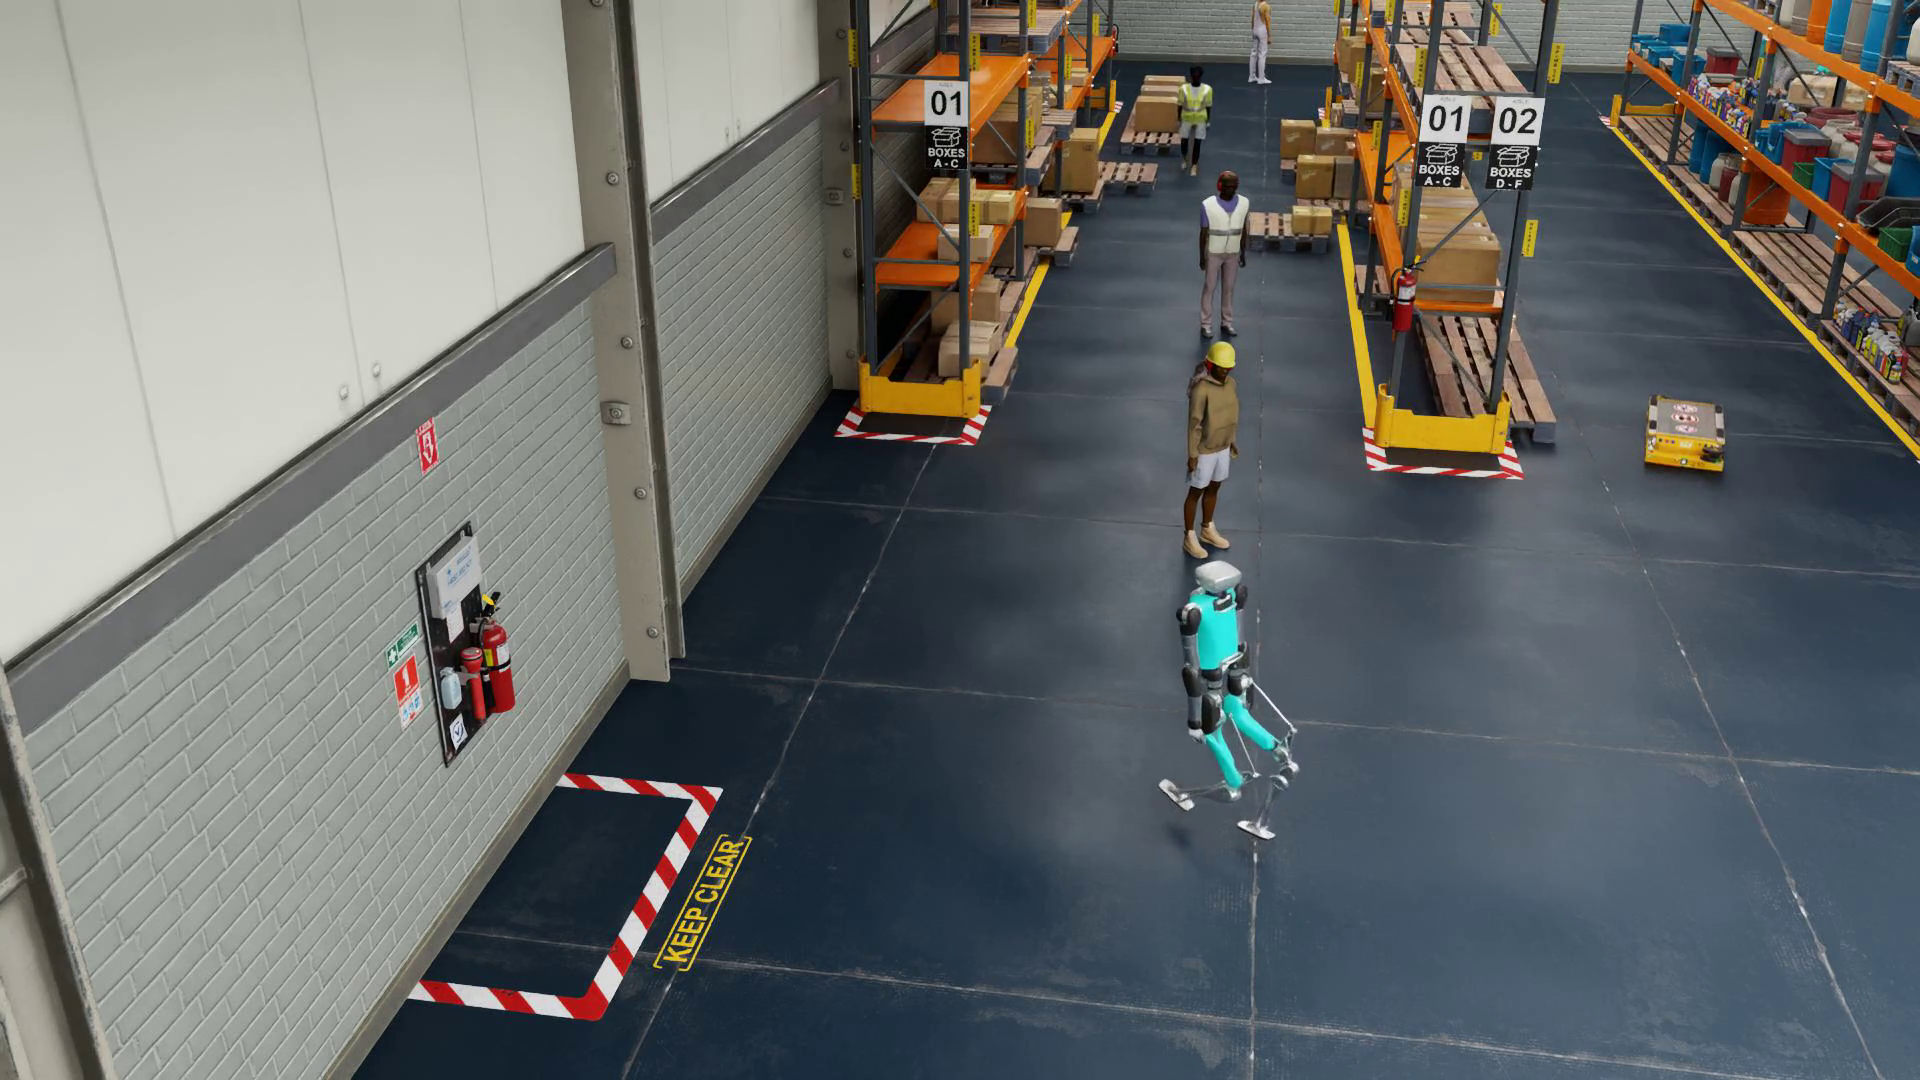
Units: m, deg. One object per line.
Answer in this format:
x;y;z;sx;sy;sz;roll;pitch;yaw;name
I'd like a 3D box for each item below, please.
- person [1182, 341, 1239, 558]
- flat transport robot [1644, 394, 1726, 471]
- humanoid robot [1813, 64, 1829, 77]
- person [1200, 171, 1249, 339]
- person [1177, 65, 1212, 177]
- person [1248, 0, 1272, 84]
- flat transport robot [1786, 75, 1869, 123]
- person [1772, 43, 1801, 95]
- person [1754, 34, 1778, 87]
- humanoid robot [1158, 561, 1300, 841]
1.982;-0.741;13.180;0.544;1.760;0.403;-19;31;-35;person
6.756;-1.008;15.515;0.659;0.231;1.431;9;27;19;flat transport robot
16.184;-9.025;30.996;0.795;1.813;0.532;-3;25;-5;humanoid robot
2.870;-3.135;18.215;0.559;1.839;0.390;-7;26;-15;person
3.567;-6.401;25.379;0.538;1.683;0.401;4;25;8;person
5.966;-9.975;32.824;0.363;1.864;0.509;-16;29;-30;person
15.092;-7.307;28.996;0.659;0.231;1.431;17;30;32;flat transport robot
15.744;-9.352;31.587;0.471;1.780;0.634;2;25;4;person
15.827;-9.751;32.460;0.309;1.768;0.532;-22;33;-38;person
1.599;0.993;9.499;0.538;1.723;1.014;-22;33;-39;humanoid robot
